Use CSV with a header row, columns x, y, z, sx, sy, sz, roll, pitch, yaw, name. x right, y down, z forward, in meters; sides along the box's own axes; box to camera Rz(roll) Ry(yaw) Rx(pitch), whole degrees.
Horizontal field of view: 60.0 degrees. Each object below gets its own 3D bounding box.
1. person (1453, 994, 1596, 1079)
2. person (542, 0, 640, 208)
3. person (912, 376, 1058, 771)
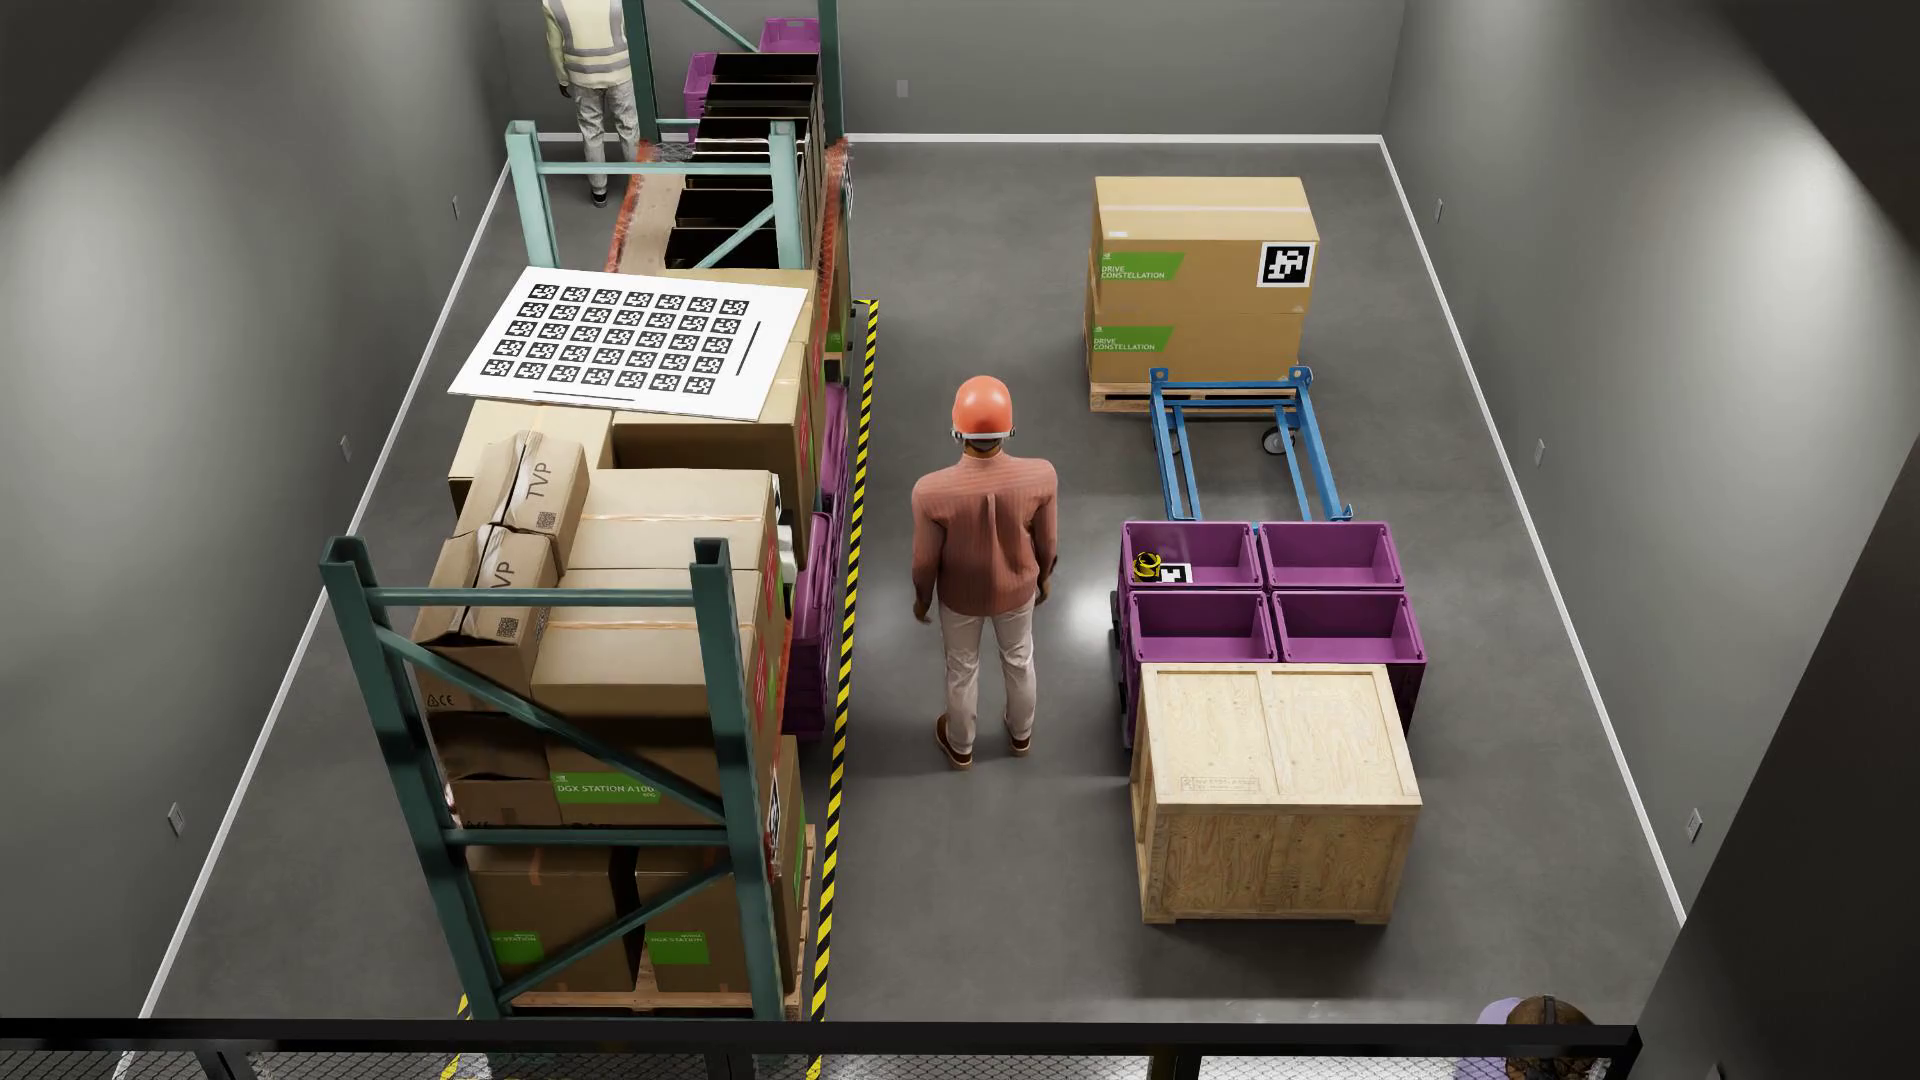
x,y,z,sx,sy,sz,roll,pitch,yaw,name
1.533,1.942,4.898,0.361,1.939,0.635,10,42,12,person
-2.289,-2.993,10.607,0.593,1.831,0.404,-5,41,-5,person
0.098,0.169,6.878,0.609,1.996,0.383,-9,42,-10,person
